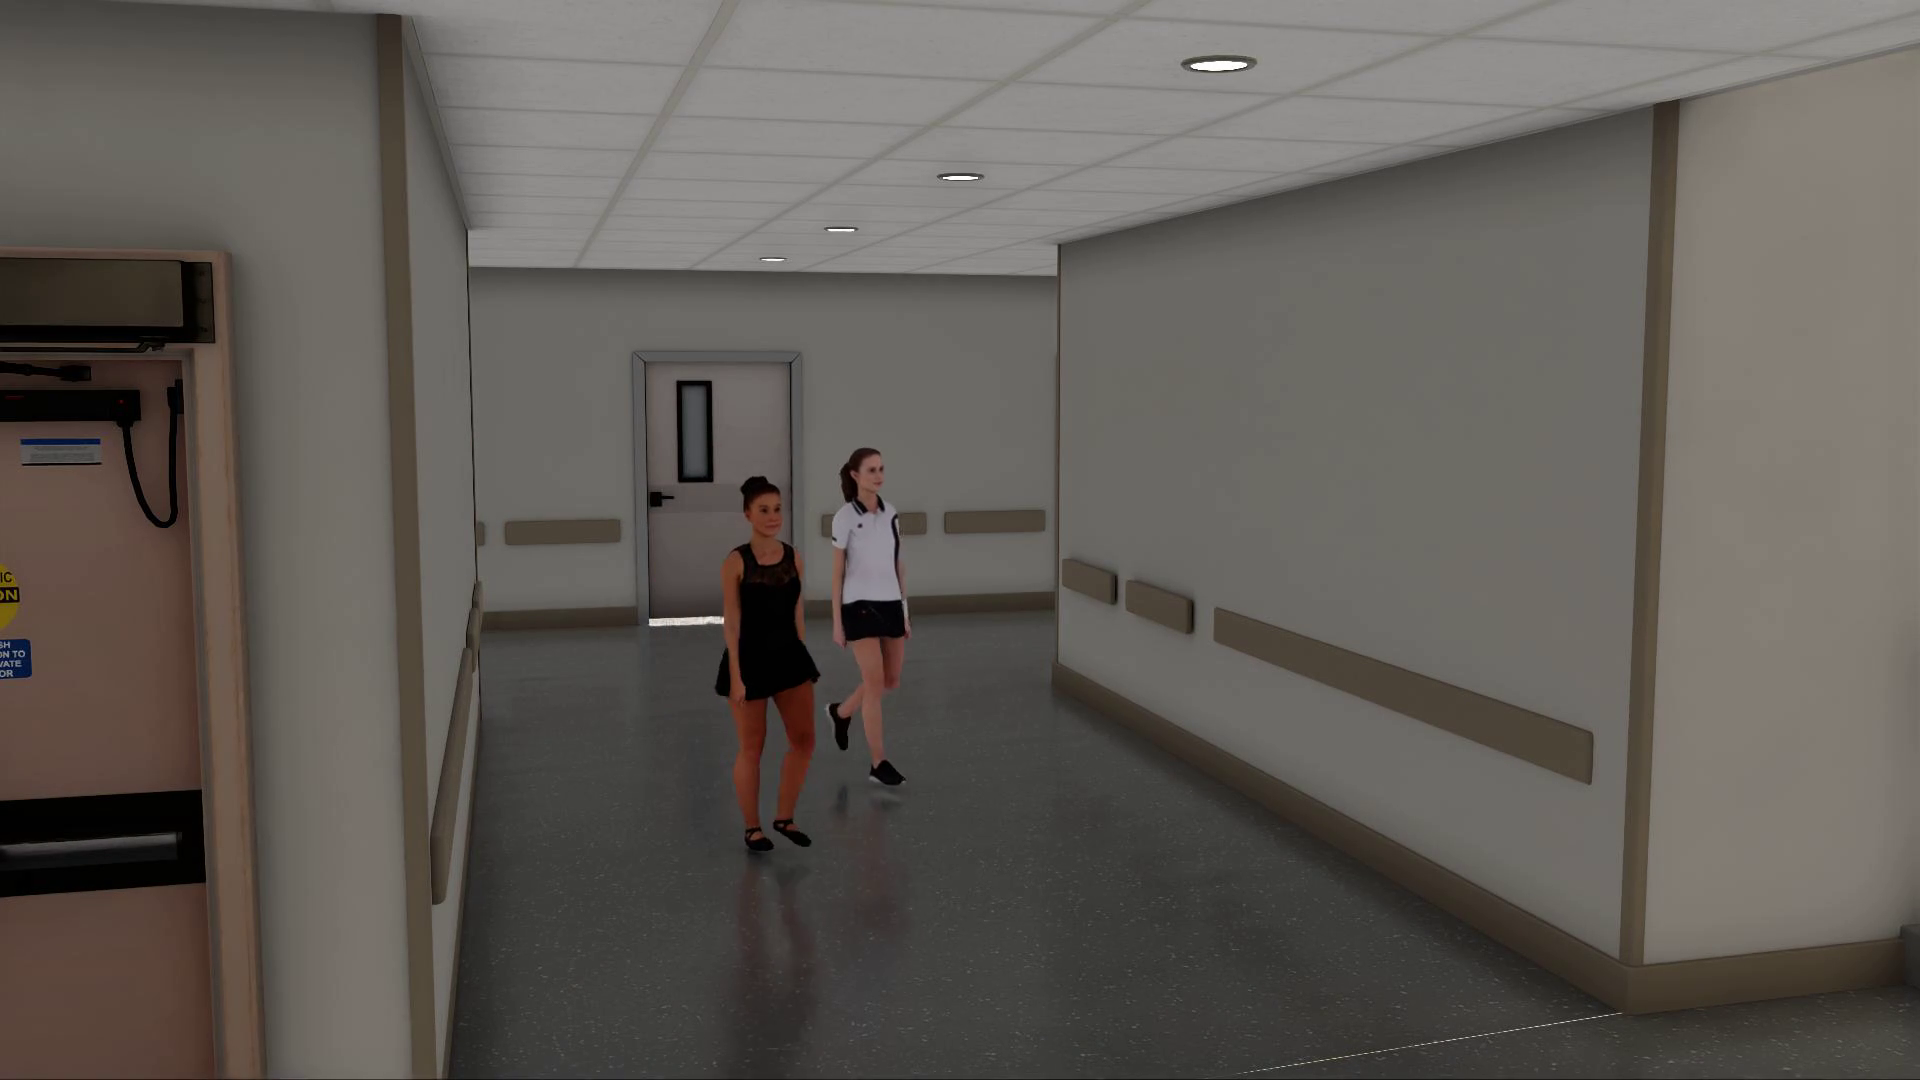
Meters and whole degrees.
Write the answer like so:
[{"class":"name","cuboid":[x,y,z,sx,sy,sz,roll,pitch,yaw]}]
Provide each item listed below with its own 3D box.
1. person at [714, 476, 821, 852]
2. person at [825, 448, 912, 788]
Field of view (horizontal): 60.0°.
[{"class":"person","cuboid":[-0.904,0.555,7.425,0.689,1.664,0.750,-4,7,-33]},{"class":"person","cuboid":[-0.506,0.395,8.671,0.995,1.733,0.904,-5,7,-39]}]
